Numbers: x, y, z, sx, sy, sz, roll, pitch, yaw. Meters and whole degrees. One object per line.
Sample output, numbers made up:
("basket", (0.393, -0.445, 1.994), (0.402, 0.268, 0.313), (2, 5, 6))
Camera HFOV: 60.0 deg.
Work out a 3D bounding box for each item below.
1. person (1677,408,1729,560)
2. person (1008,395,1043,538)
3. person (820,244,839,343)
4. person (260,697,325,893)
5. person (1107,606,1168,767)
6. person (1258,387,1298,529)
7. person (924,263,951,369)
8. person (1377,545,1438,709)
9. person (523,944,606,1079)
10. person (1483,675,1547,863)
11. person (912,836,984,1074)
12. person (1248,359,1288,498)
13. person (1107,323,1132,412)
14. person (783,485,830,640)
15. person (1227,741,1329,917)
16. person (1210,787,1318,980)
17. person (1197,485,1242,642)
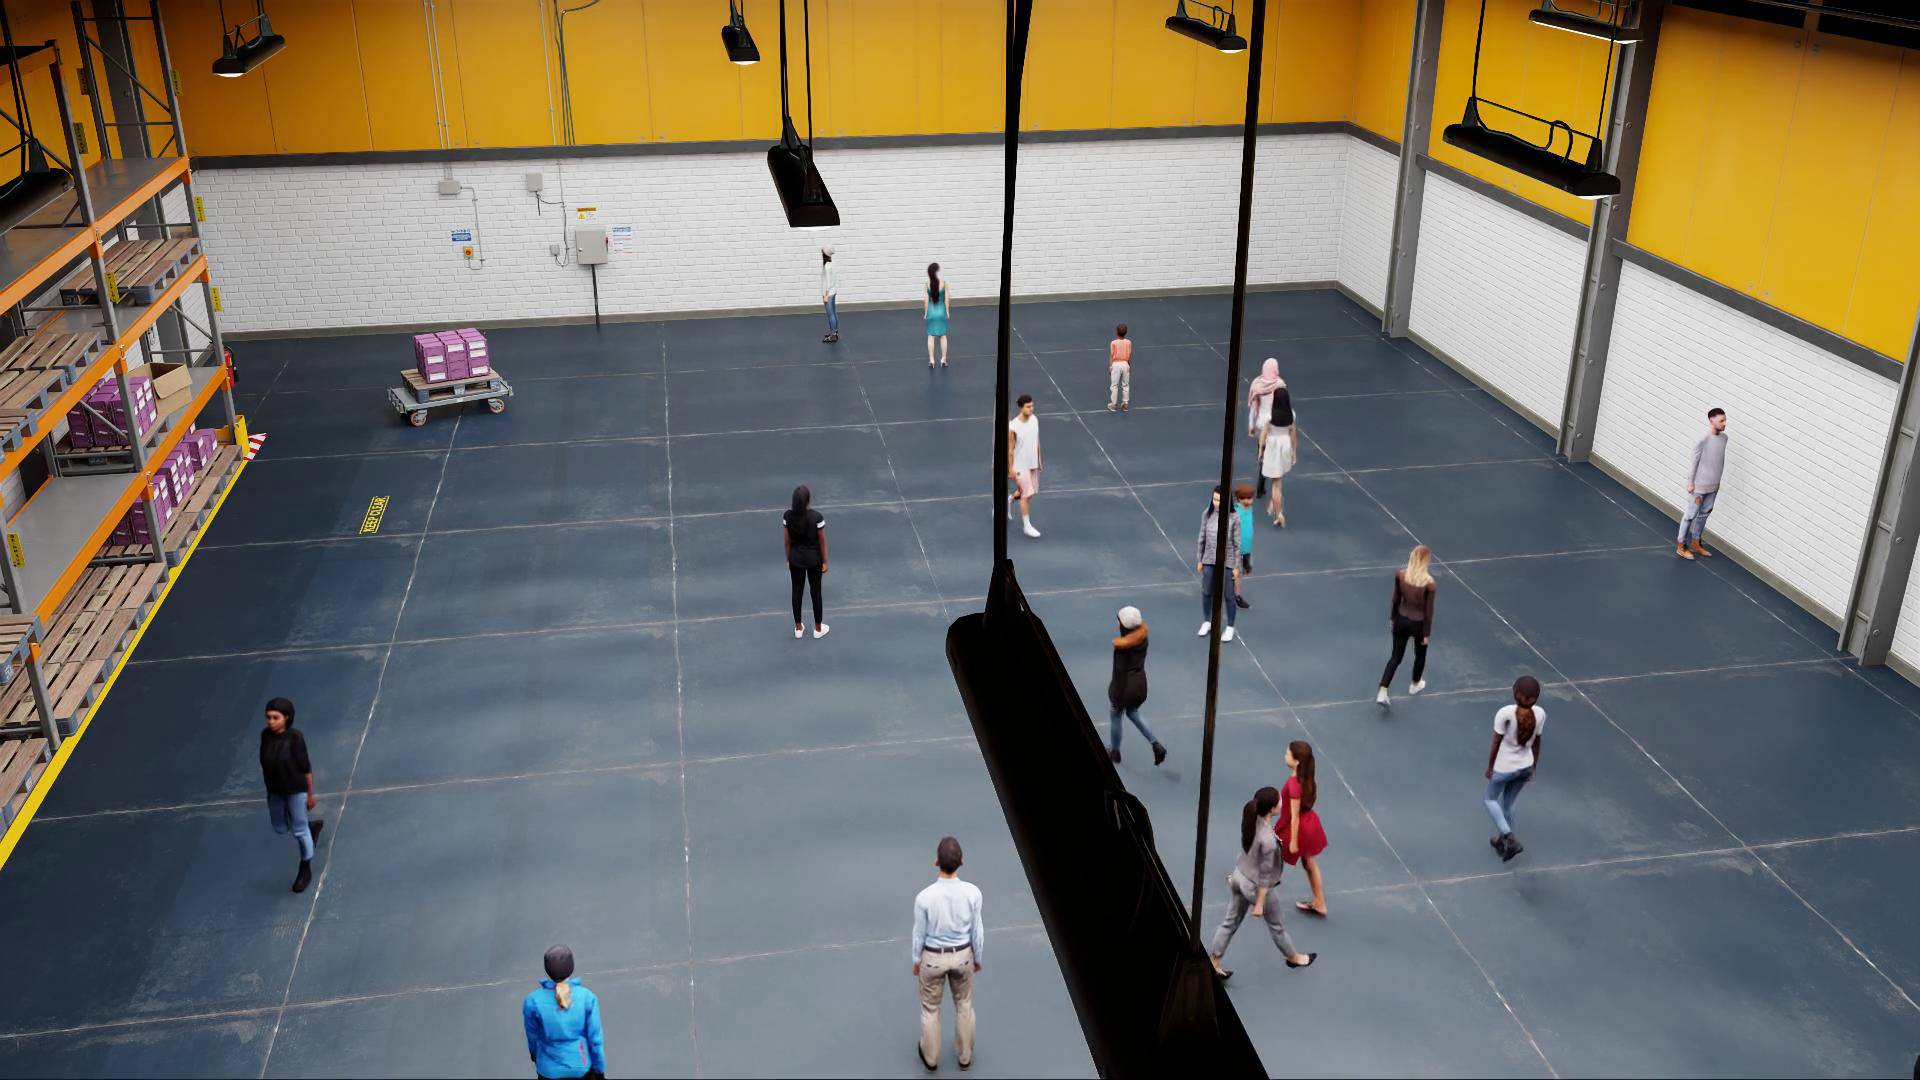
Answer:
("person", (8.743, -0.688, 19.550), (0.725, 1.839, 0.660), (-10, 25, -21))
("person", (0.731, -0.944, 20.223), (1.118, 1.769, 0.993), (22, 32, 40))
("person", (-2.173, -4.117, 27.638), (0.686, 1.644, 0.541), (4, 24, 9))
("person", (-5.429, 2.013, 13.569), (0.756, 1.680, 0.934), (4, 24, 9))
("person", (1.595, 1.354, 15.152), (1.032, 1.619, 0.939), (19, 30, 37))
("person", (3.919, -0.978, 20.316), (0.611, 1.757, 0.800), (-4, 24, -10))
("person", (-0.370, -3.556, 26.297), (0.580, 1.690, 0.521), (0, 24, -1))
("person", (4.346, 0.873, 16.190), (1.122, 1.670, 1.115), (19, 30, 37))
("person", (-2.447, 3.365, 10.349), (0.638, 1.781, 0.827), (-6, 24, -13))
("person", (4.589, 1.926, 13.733), (0.588, 1.709, 0.775), (-4, 24, -10))
("person", (-0.093, 2.866, 11.413), (0.650, 1.843, 0.596), (-5, 24, -11))
("person", (3.924, -1.397, 21.278), (1.072, 1.752, 1.262), (10, 26, 22))
("person", (2.362, -2.543, 24.457), (0.467, 1.308, 0.455), (-3, 24, -8))
("person", (-1.631, 0.222, 17.605), (0.683, 1.729, 0.684), (4, 24, 8))
("person", (2.734, 2.305, 13.110), (1.032, 1.513, 1.015), (13, 27, 27))
("person", (2.085, 2.603, 12.292), (0.813, 1.623, 1.079), (-7, 25, -16))
("person", (2.759, 0.218, 17.617), (0.698, 1.726, 0.720), (10, 26, 22))
